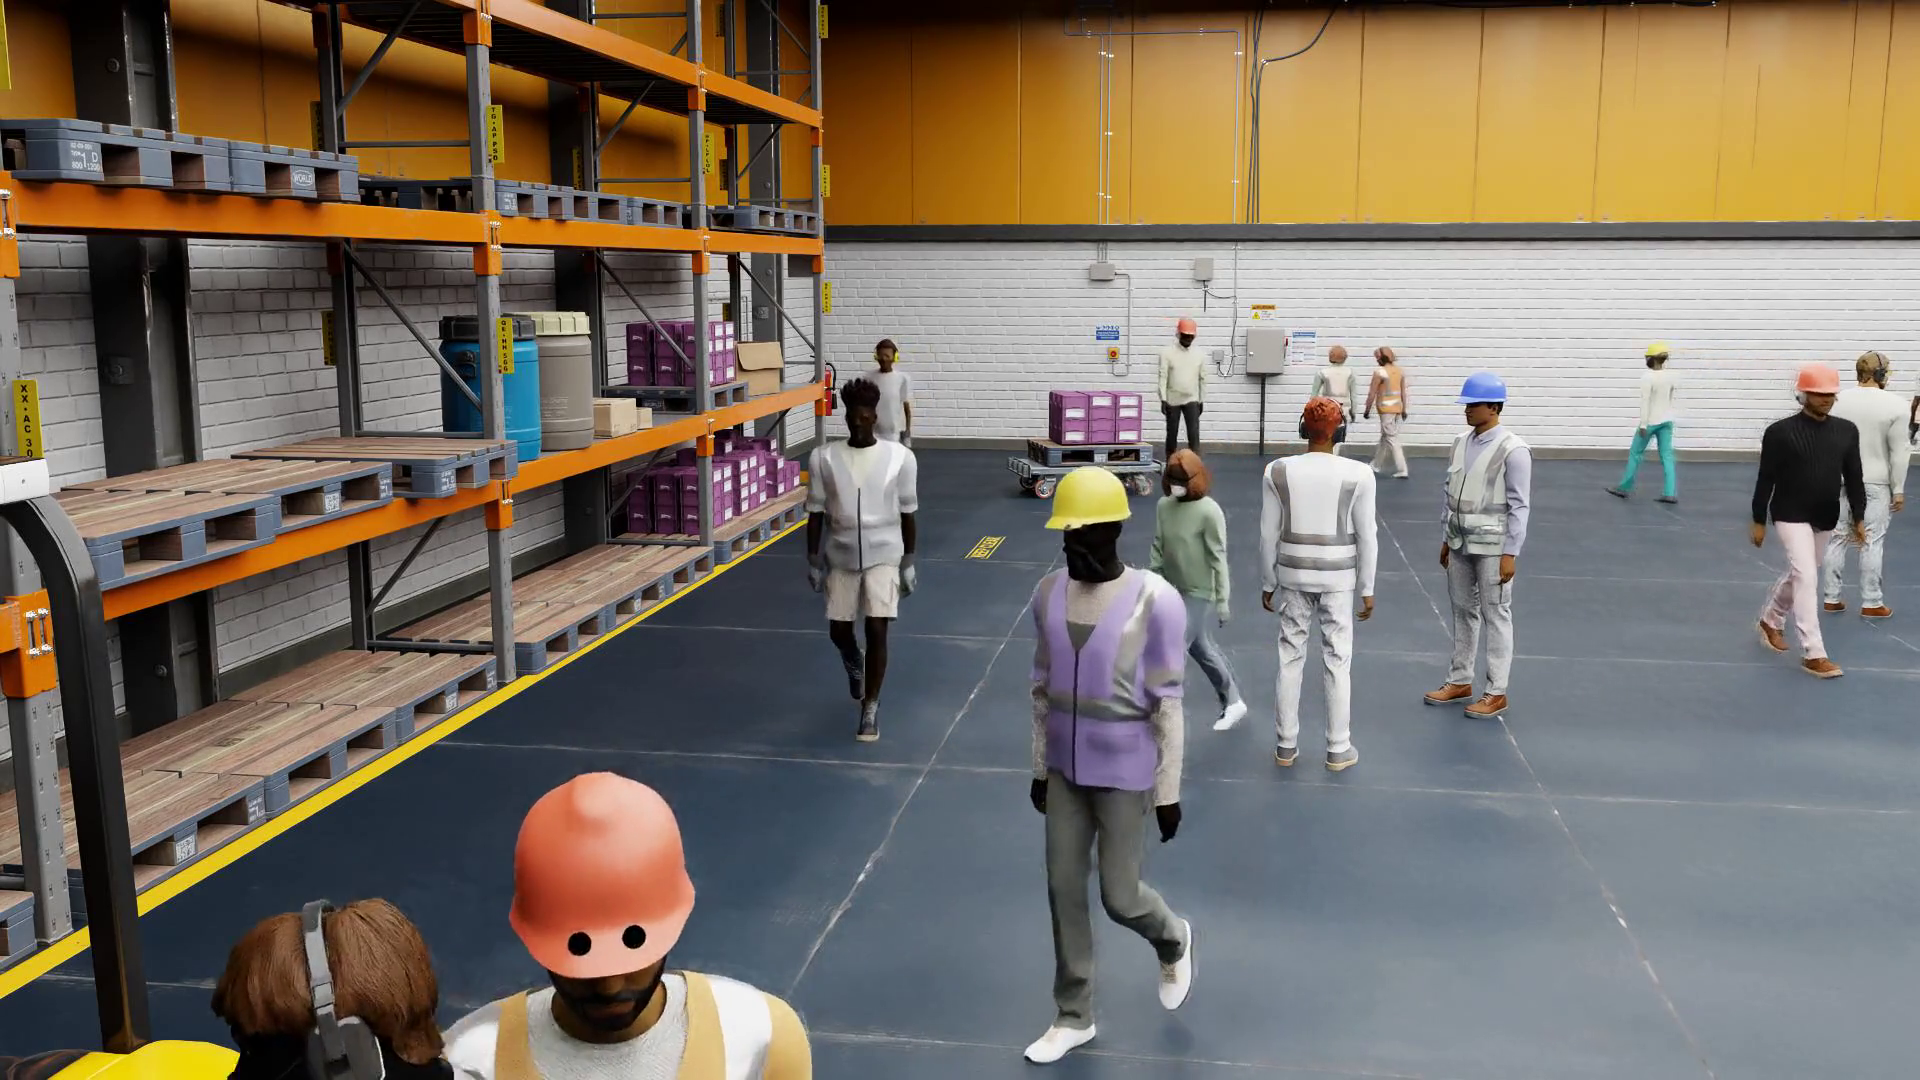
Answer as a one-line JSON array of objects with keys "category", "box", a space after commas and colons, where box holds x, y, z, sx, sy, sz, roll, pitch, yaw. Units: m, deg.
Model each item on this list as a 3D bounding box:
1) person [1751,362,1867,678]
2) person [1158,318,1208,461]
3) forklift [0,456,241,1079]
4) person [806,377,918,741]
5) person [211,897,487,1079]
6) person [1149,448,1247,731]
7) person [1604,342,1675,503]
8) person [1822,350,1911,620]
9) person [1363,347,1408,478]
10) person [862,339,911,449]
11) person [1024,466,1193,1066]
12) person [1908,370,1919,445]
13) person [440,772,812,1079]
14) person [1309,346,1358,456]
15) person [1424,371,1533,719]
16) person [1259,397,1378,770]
[{"category": "person", "box": [5.369, -0.165, 10.592, 0.623, 1.949, 1.051, -1, 9, -6]}, {"category": "person", "box": [2.653, -1.652, 19.733, 0.619, 1.942, 1.002, -1, 9, -3]}, {"category": "forklift", "box": [-2.328, 0.975, 2.765, 2.313, 2.155, 1.214, 1, 9, 9]}, {"category": "person", "box": [-0.527, 0.076, 9.080, 0.611, 1.943, 0.738, 1, 9, 3]}, {"category": "person", "box": [-0.676, 1.300, 2.045, 0.636, 1.773, 0.999, 7, 12, 39]}, {"category": "person", "box": [1.257, 0.287, 8.873, 0.837, 1.588, 0.520, -5, 11, -29]}, {"category": "person", "box": [7.482, -1.282, 18.107, 0.539, 1.732, 0.845, -5, 10, -26]}, {"category": "person", "box": [6.494, -0.393, 11.996, 0.379, 1.937, 0.629, -7, 12, -37]}, {"category": "person", "box": [5.176, -1.548, 20.176, 0.519, 1.591, 0.766, -8, 12, -41]}, {"category": "person", "box": [-0.728, -1.043, 16.266, 0.544, 1.852, 0.449, 2, 9, 14]}, {"category": "person", "box": [0.485, 0.701, 5.338, 0.597, 1.905, 0.642, 8, 12, 42]}, {"category": "person", "box": [9.873, -1.126, 16.777, 0.555, 1.847, 0.767, 5, 10, 28]}, {"category": "person", "box": [-0.464, 1.201, 2.363, 0.558, 1.887, 0.997, -3, 10, -17]}, {"category": "person", "box": [4.457, -1.509, 19.878, 0.567, 1.610, 0.558, 0, 9, -2]}, {"category": "person", "box": [2.937, 0.022, 9.395, 0.389, 1.948, 0.607, -4, 10, -25]}, {"category": "person", "box": [1.801, 0.221, 8.369, 0.583, 1.882, 0.350, 4, 10, 22]}]
